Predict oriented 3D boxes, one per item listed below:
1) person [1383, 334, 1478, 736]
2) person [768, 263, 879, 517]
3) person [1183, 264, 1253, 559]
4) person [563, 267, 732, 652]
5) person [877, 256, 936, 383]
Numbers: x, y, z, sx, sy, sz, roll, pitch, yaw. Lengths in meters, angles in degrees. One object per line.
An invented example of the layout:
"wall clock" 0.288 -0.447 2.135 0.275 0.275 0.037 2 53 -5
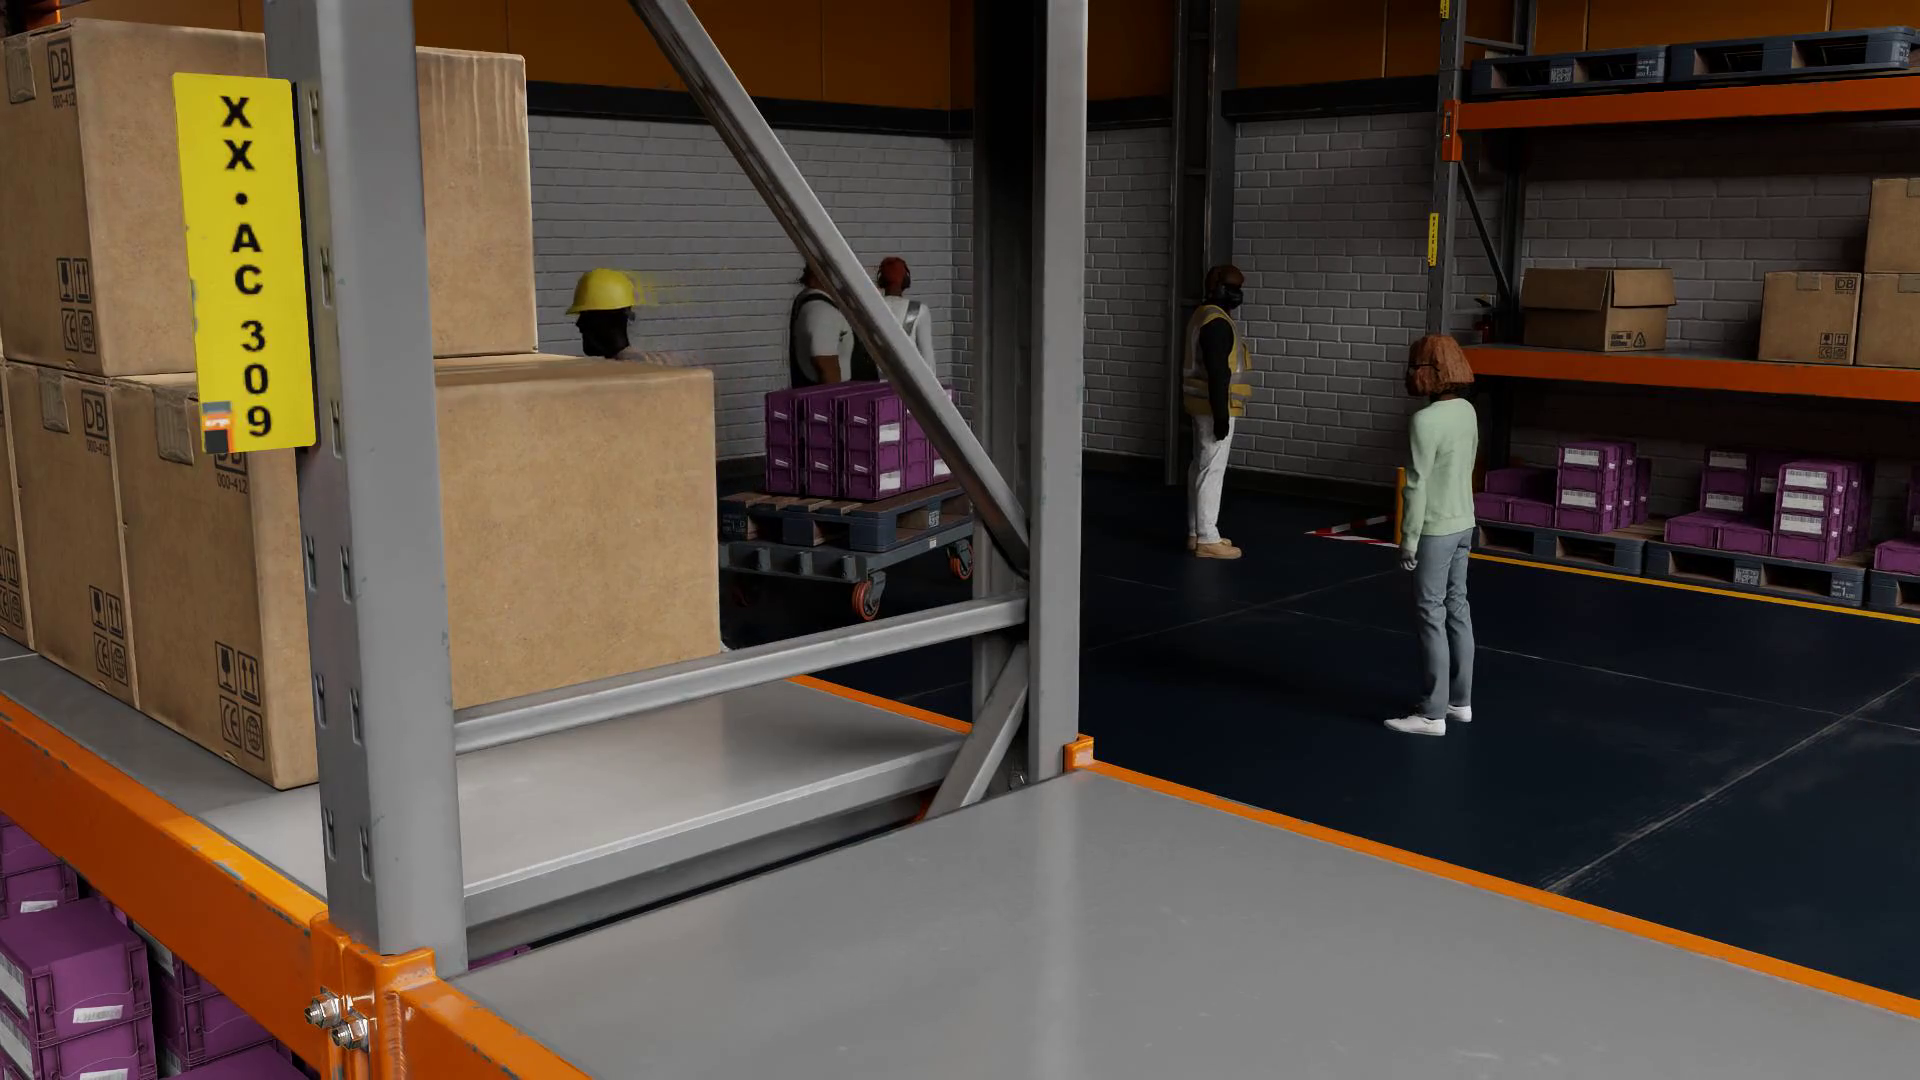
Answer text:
"person" 1.943 -0.020 6.797 0.287 1.626 0.497 9 14 39
"person" -0.799 -0.865 10.259 0.702 2.000 0.711 -2 11 -13
"person" 1.627 -0.812 10.522 0.429 1.840 0.630 0 10 1
"person" -1.296 -0.152 6.773 0.831 1.904 0.595 -3 11 -16
"person" -0.453 -1.069 11.819 0.600 1.874 0.545 4 11 20
